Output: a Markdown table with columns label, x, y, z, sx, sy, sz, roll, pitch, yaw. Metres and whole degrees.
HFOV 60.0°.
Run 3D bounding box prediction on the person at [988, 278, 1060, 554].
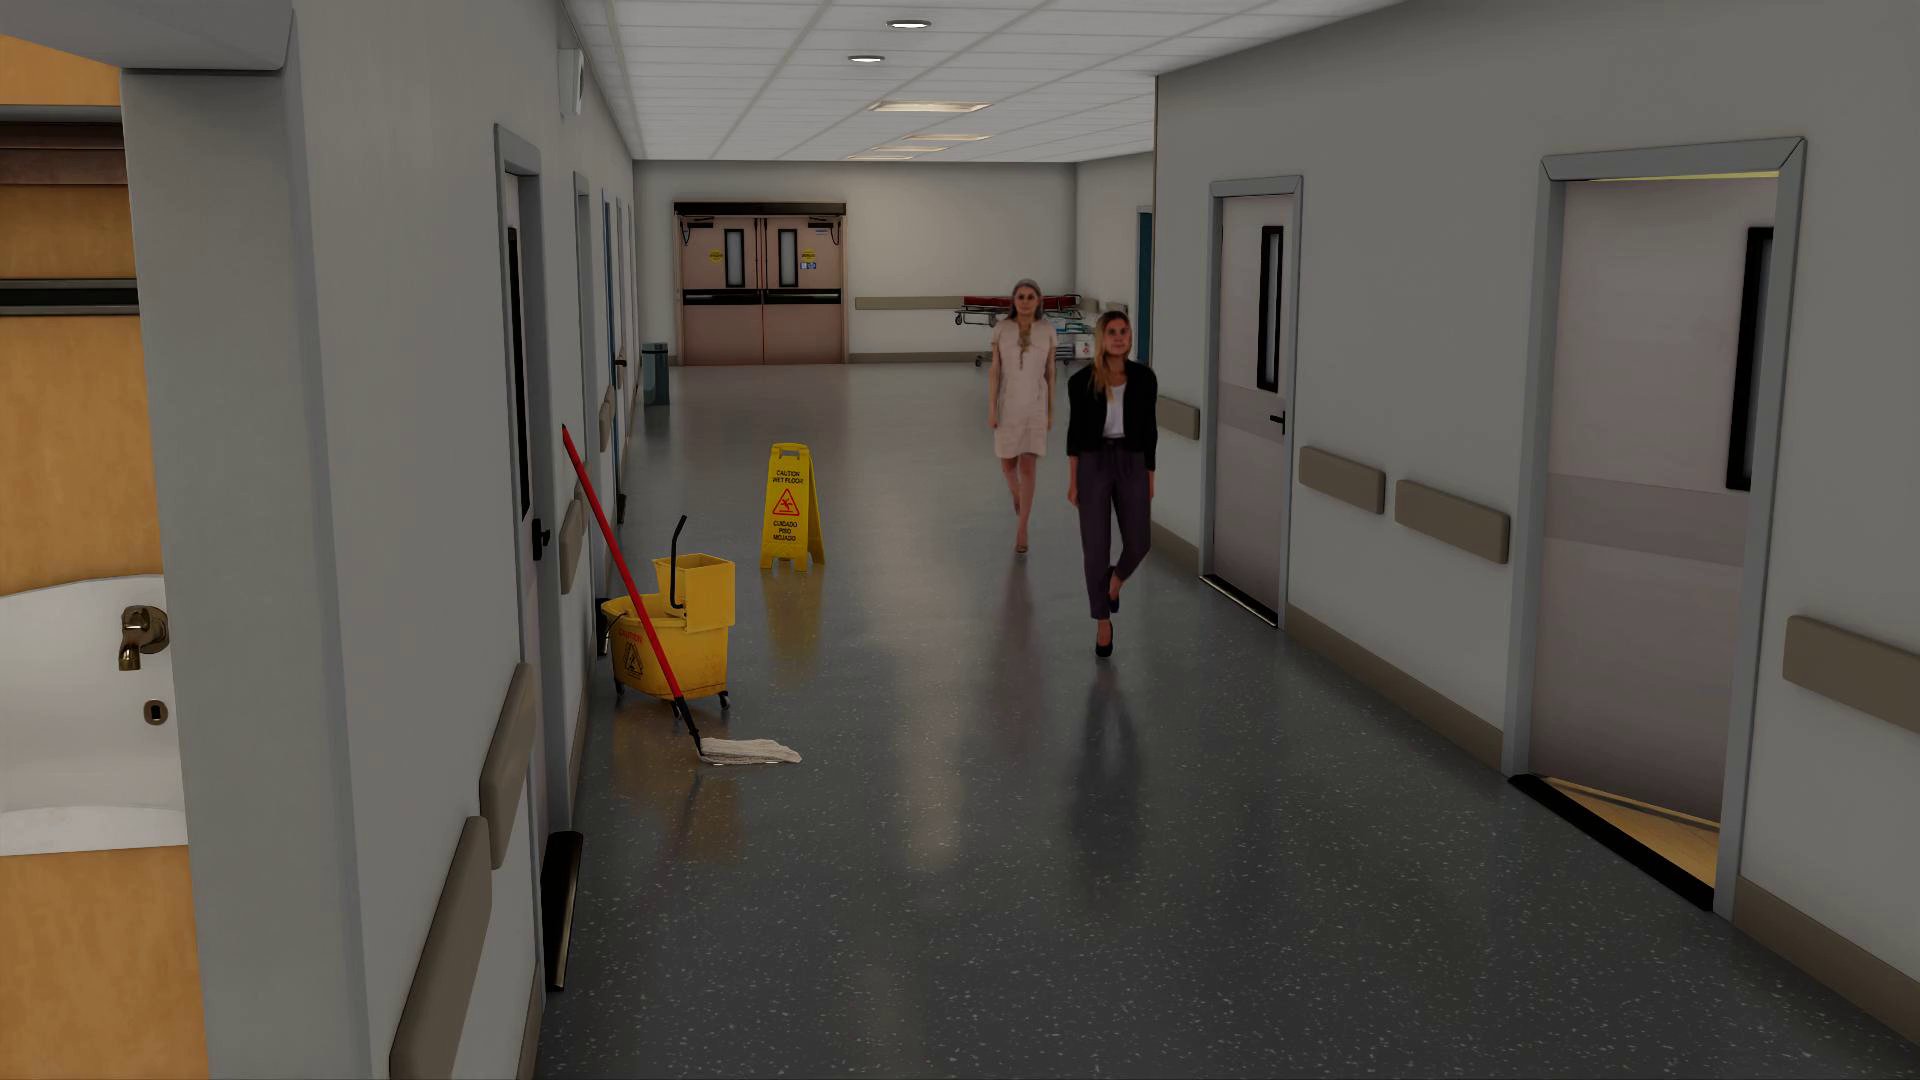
| label | x | y | z | sx | sy | sz | roll | pitch | yaw |
| --- | --- | --- | --- | --- | --- | --- | --- | --- | --- |
| person | 0.385 | -0.806 | 10.727 | 0.757 | 1.713 | 1.106 | 0 | 11 | 1 |

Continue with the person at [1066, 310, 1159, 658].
| label | x | y | z | sx | sy | sz | roll | pitch | yaw |
| --- | --- | --- | --- | --- | --- | --- | --- | --- | --- |
| person | 0.721 | -0.283 | 8.108 | 0.651 | 1.662 | 0.802 | 0 | 11 | -3 |
